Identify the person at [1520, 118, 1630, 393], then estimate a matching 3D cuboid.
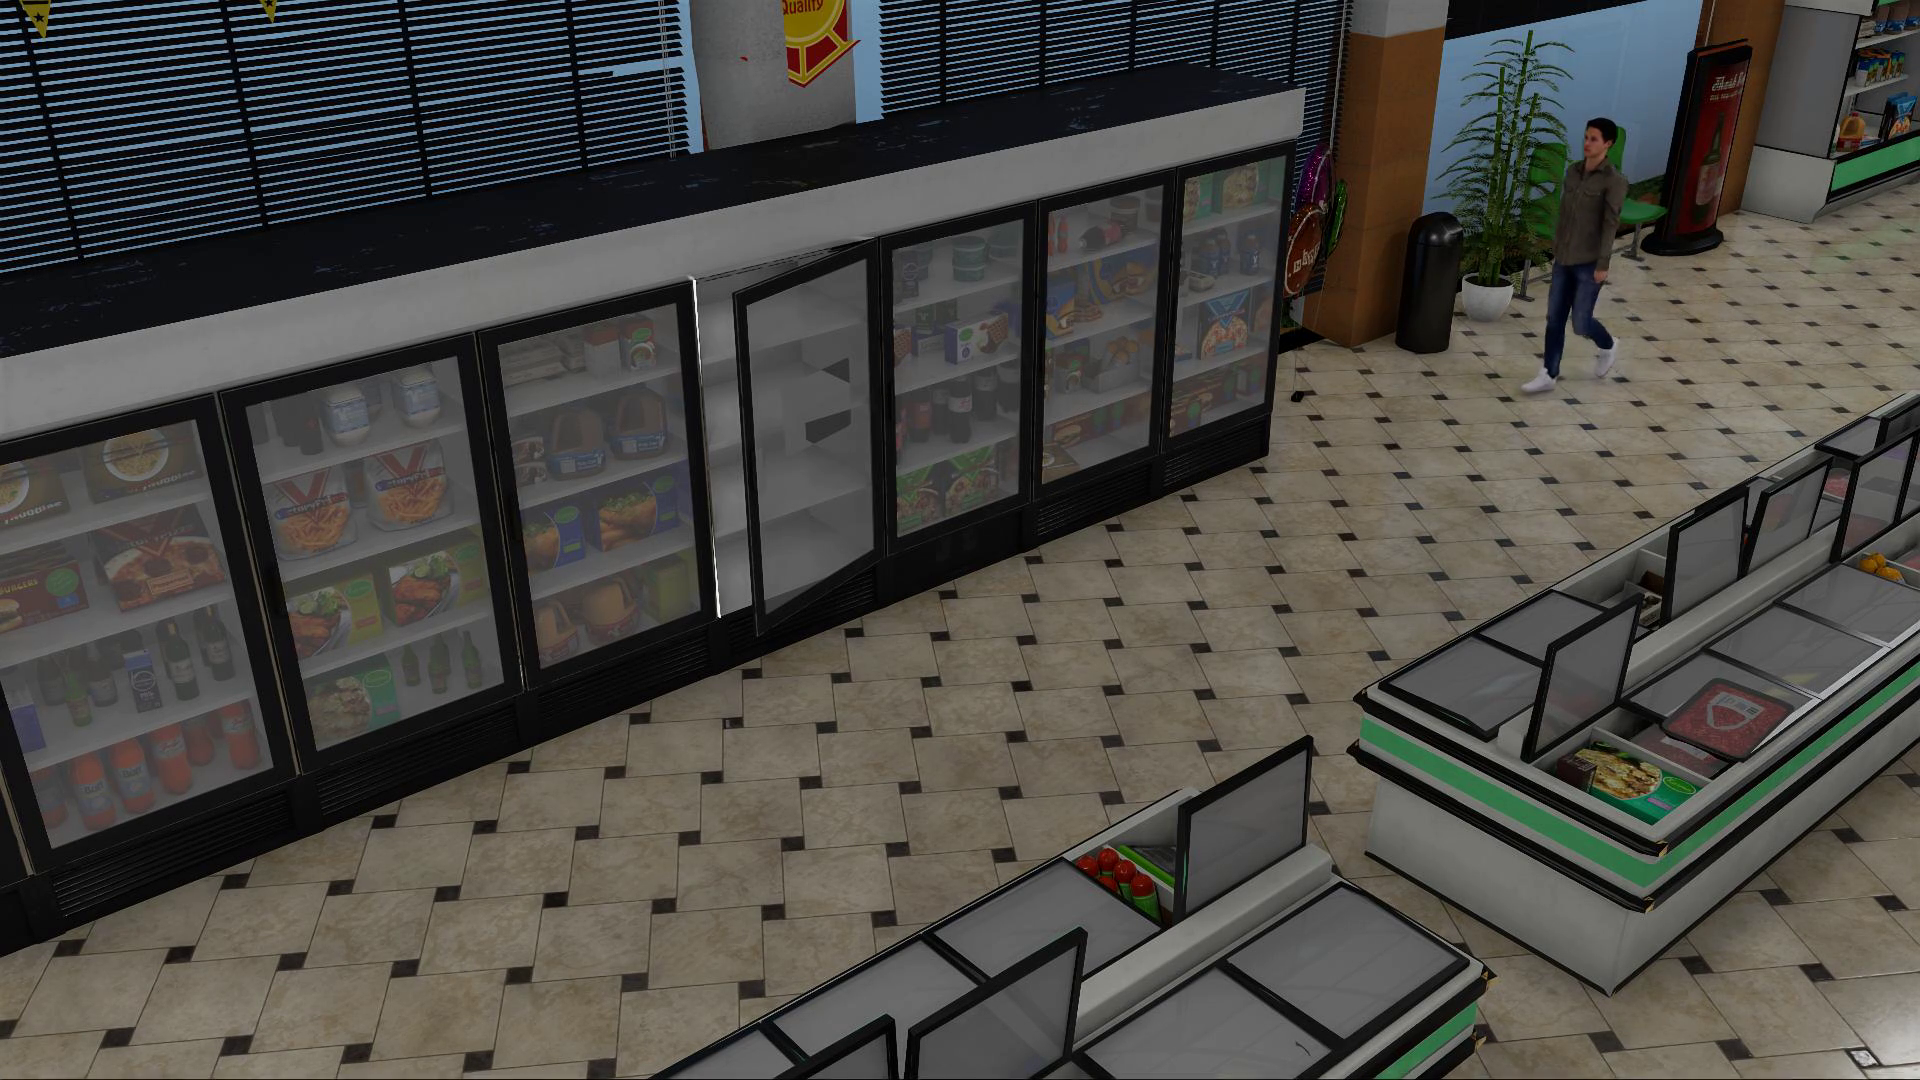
[{"bbox_3d":[4.228,-1.878,11.128,1.097,1.848,0.856,-12,29,-22],"label":"person"}]
